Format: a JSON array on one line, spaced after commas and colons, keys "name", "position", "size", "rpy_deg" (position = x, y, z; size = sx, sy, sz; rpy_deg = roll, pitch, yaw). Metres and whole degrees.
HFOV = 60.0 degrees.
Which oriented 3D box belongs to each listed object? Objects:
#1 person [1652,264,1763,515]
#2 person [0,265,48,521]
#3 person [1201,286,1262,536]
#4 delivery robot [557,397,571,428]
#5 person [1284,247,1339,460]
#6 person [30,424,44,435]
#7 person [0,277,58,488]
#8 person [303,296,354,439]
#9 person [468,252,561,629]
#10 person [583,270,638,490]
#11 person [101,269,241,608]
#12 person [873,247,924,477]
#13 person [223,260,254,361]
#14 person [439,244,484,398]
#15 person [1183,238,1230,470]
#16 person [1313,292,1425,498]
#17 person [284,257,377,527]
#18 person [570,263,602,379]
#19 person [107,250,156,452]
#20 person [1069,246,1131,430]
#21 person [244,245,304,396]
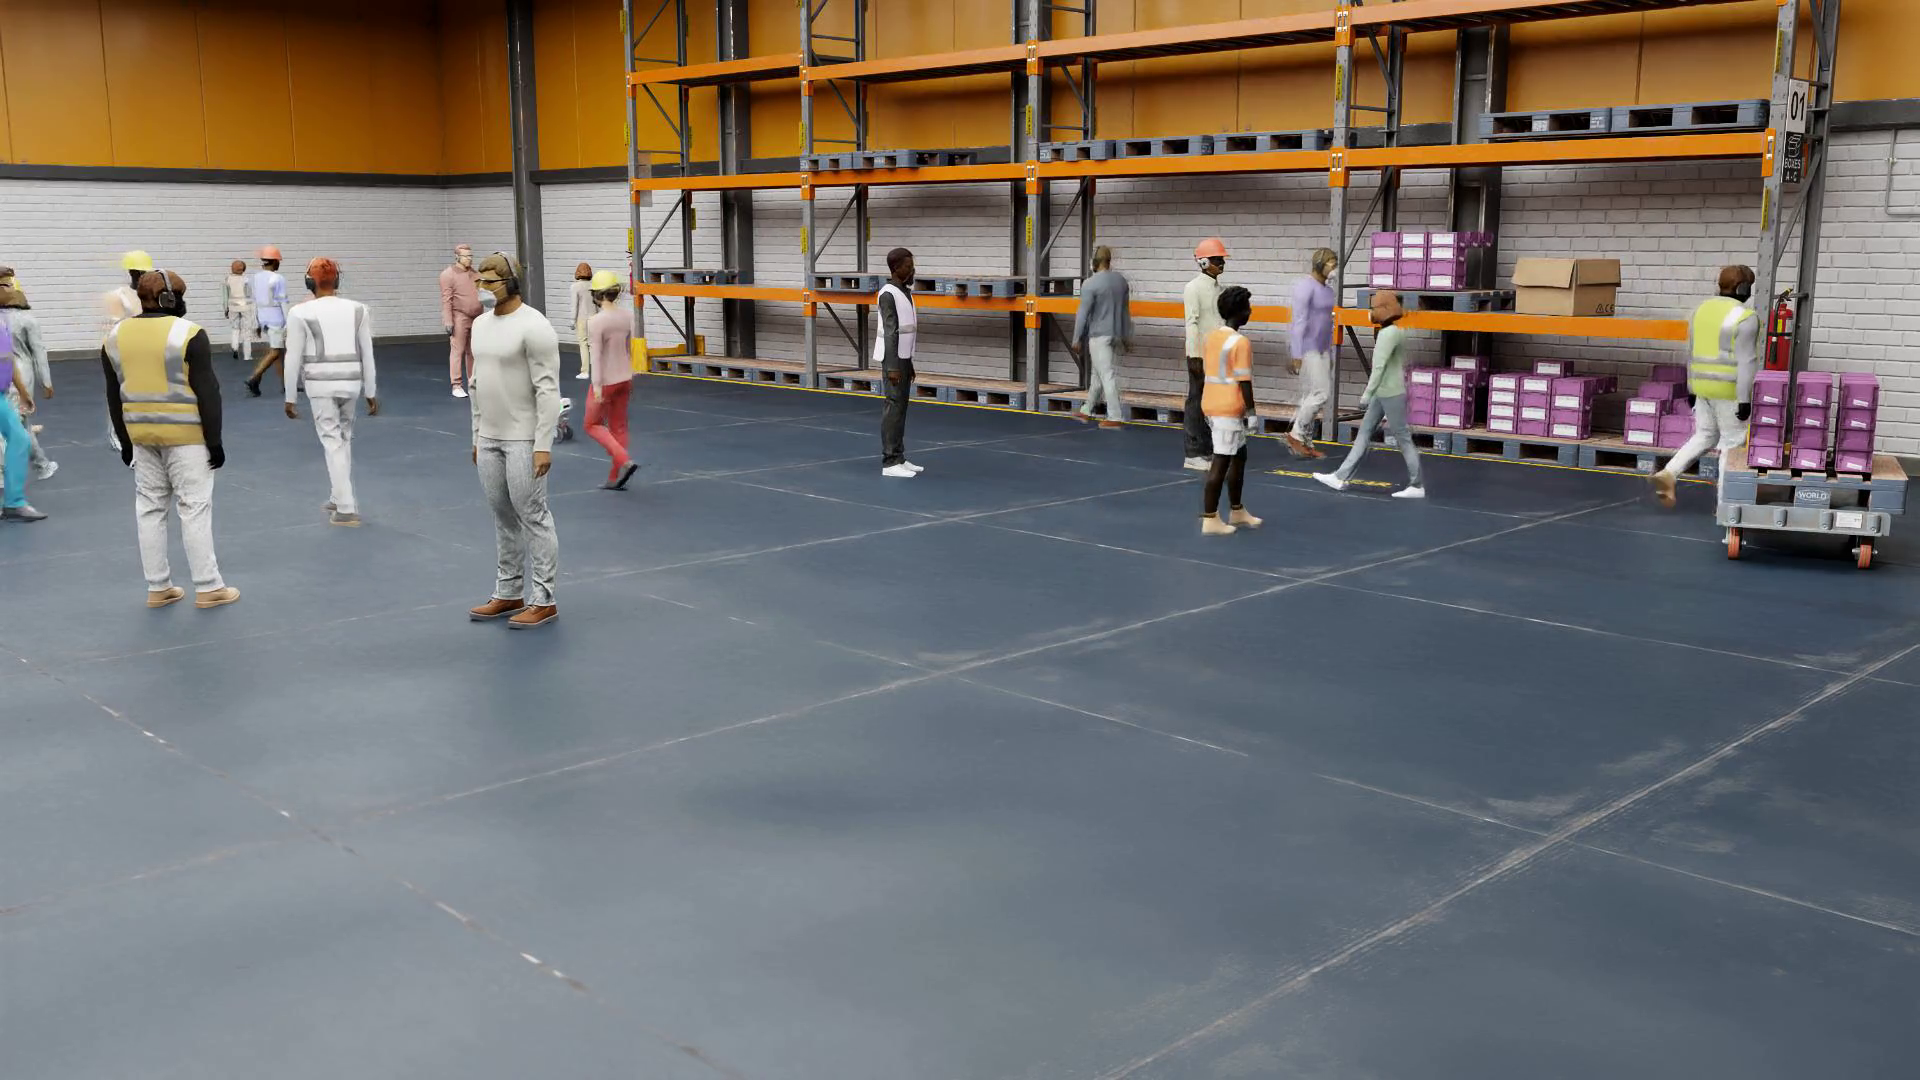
[{"name": "person", "position": [5.406, -1.063, 11.942], "size": [0.677, 1.822, 0.644], "rpy_deg": [-3, 11, -16]}, {"name": "person", "position": [-6.791, -1.024, 11.768], "size": [0.727, 1.809, 0.559], "rpy_deg": [-4, 11, -19]}, {"name": "person", "position": [1.902, -0.860, 11.196], "size": [0.626, 1.677, 0.552], "rpy_deg": [-2, 11, -12]}, {"name": "delivery robot", "position": [-4.199, -1.284, 16.333], "size": [0.707, 0.478, 0.477], "rpy_deg": [1, 10, 6]}, {"name": "person", "position": [3.179, -1.655, 14.905], "size": [0.452, 1.914, 0.685], "rpy_deg": [8, 13, 36]}, {"name": "person", "position": [-9.670, -1.959, 16.390], "size": [0.638, 1.986, 1.066], "rpy_deg": [7, 12, 32]}, {"name": "person", "position": [-7.626, -1.283, 13.479], "size": [0.521, 1.678, 0.865], "rpy_deg": [1, 10, 4]}, {"name": "person", "position": [-6.131, -1.789, 16.203], "size": [0.506, 1.704, 0.876], "rpy_deg": [-5, 11, -25]}, {"name": "person", "position": [-2.325, -0.513, 8.622], "size": [0.636, 1.938, 0.363], "rpy_deg": [8, 13, 38]}, {"name": "person", "position": [-2.738, -1.241, 13.098], "size": [0.431, 1.754, 0.531], "rpy_deg": [6, 12, 28]}, {"name": "person", "position": [-4.285, -0.540, 9.047], "size": [0.623, 1.840, 0.430], "rpy_deg": [2, 11, 10]}, {"name": "person", "position": [-0.526, -1.502, 14.059], "size": [0.391, 1.922, 0.593], "rpy_deg": [2, 11, 10]}, {"name": "person", "position": [-11.589, -3.697, 26.836], "size": [0.532, 1.626, 0.365], "rpy_deg": [-1, 10, -6]}, {"name": "person", "position": [-6.194, -2.747, 20.894], "size": [0.405, 1.904, 0.653], "rpy_deg": [6, 12, 30]}, {"name": "person", "position": [2.152, -1.616, 14.475], "size": [0.376, 1.997, 0.612], "rpy_deg": [7, 13, 34]}, {"name": "person", "position": [3.217, -1.114, 12.873], "size": [0.882, 1.580, 0.506], "rpy_deg": [2, 11, 10]}, {"name": "person", "position": [-4.478, -1.037, 11.683], "size": [0.774, 1.859, 0.606], "rpy_deg": [9, 14, 41]}, {"name": "person", "position": [-5.292, -3.101, 23.566], "size": [0.507, 1.632, 0.268], "rpy_deg": [-10, 14, -44]}, {"name": "person", "position": [-7.603, -1.729, 15.385], "size": [0.935, 1.895, 0.606], "rpy_deg": [6, 12, 31]}, {"name": "person", "position": [1.399, -2.122, 17.483], "size": [0.661, 1.901, 0.928], "rpy_deg": [-10, 14, -44]}, {"name": "person", "position": [-8.734, -2.766, 21.014], "size": [0.555, 1.909, 0.889], "rpy_deg": [6, 12, 28]}]
